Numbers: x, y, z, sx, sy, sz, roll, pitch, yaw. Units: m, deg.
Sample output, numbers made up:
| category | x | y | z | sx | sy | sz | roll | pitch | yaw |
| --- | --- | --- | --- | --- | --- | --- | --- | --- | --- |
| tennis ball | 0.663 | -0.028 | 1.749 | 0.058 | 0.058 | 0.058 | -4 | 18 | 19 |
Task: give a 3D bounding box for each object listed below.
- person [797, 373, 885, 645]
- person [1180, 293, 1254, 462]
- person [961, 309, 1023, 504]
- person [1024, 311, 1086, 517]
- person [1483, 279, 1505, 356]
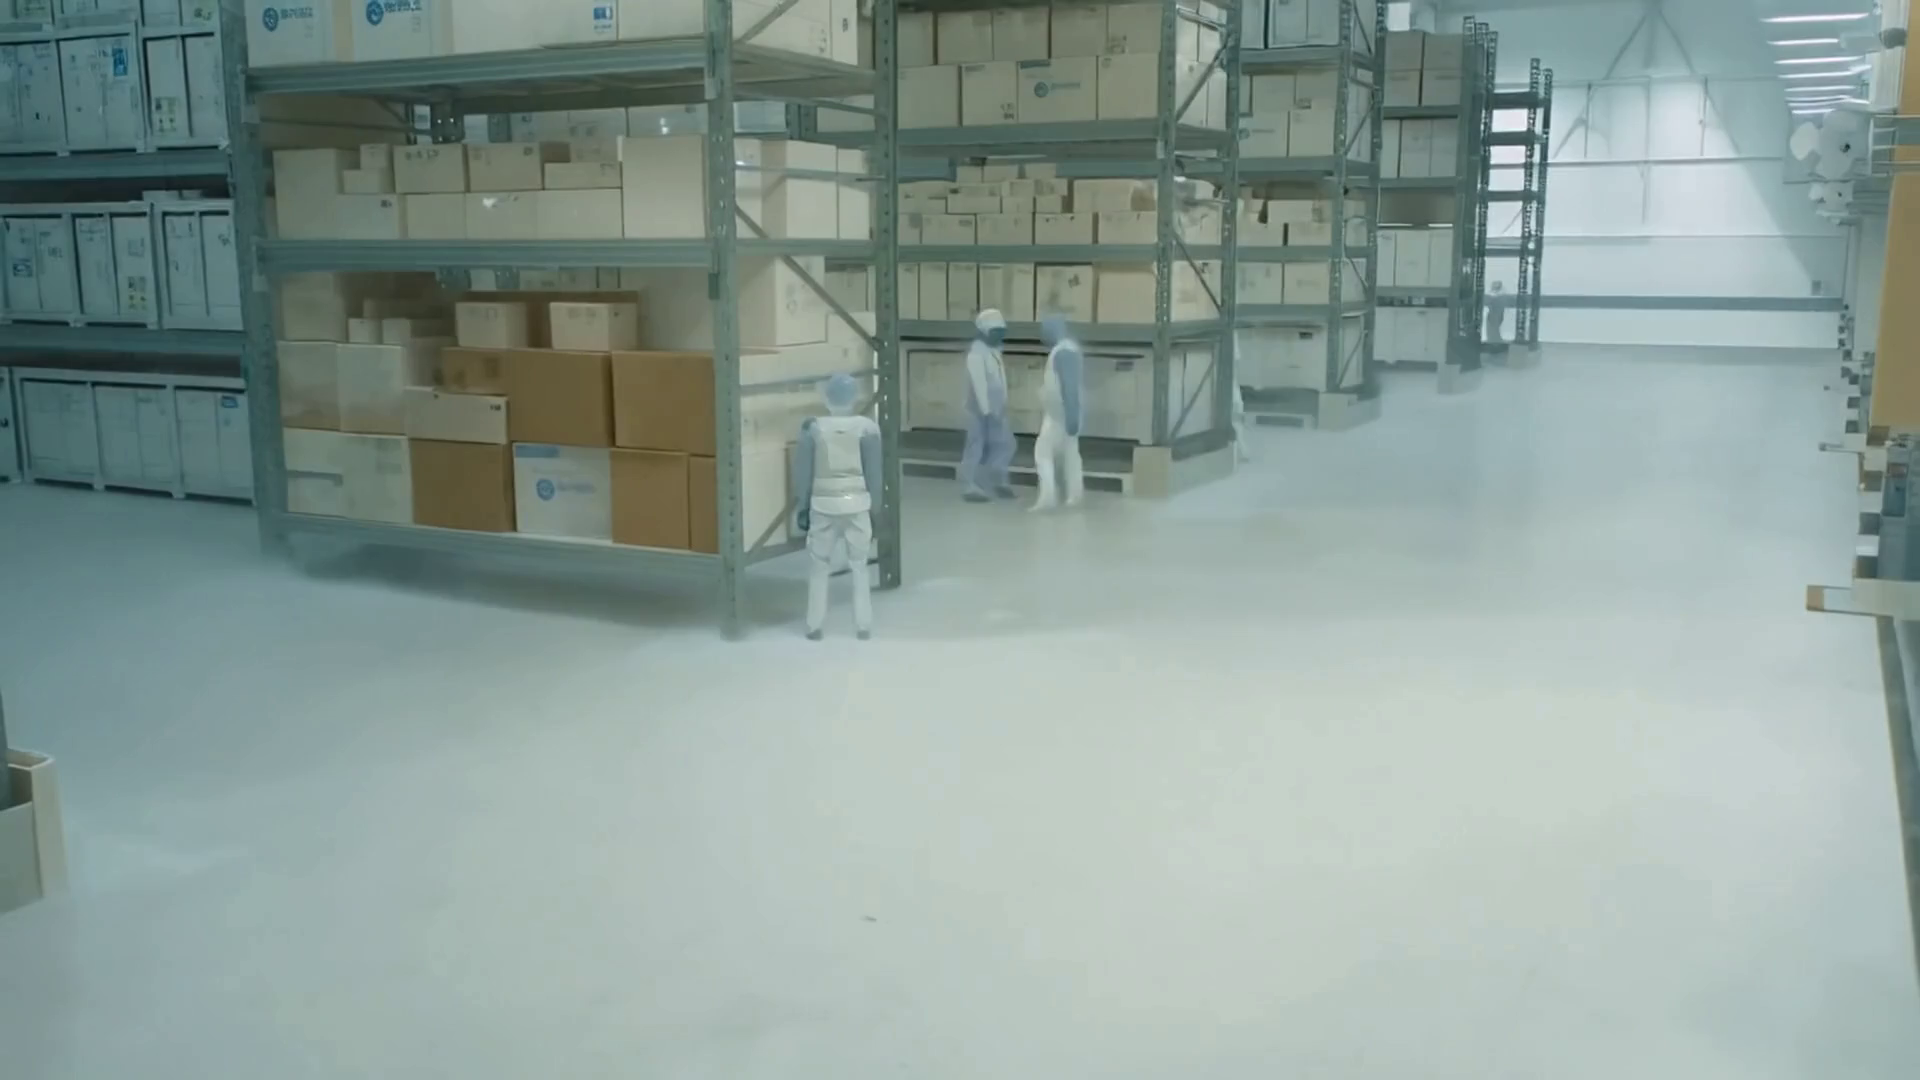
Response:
| category | x | y | z | sx | sy | sz | roll | pitch | yaw |
| --- | --- | --- | --- | --- | --- | --- | --- | --- | --- |
| person | -0.703 | -0.173 | 9.886 | 0.525 | 1.635 | 0.313 | -2 | 10 | -13 |
| person | 2.877 | -1.839 | 18.703 | 0.604 | 1.920 | 0.898 | -10 | 14 | -44 |
| person | 0.314 | -1.223 | 15.406 | 0.680 | 1.807 | 0.613 | 4 | 11 | 23 |
| person | 0.815 | -1.109 | 14.739 | 0.700 | 1.813 | 0.639 | 0 | 10 | 1 |
| person | 12.158 | -5.058 | 37.826 | 0.576 | 1.734 | 0.398 | -8 | 13 | -39 |
